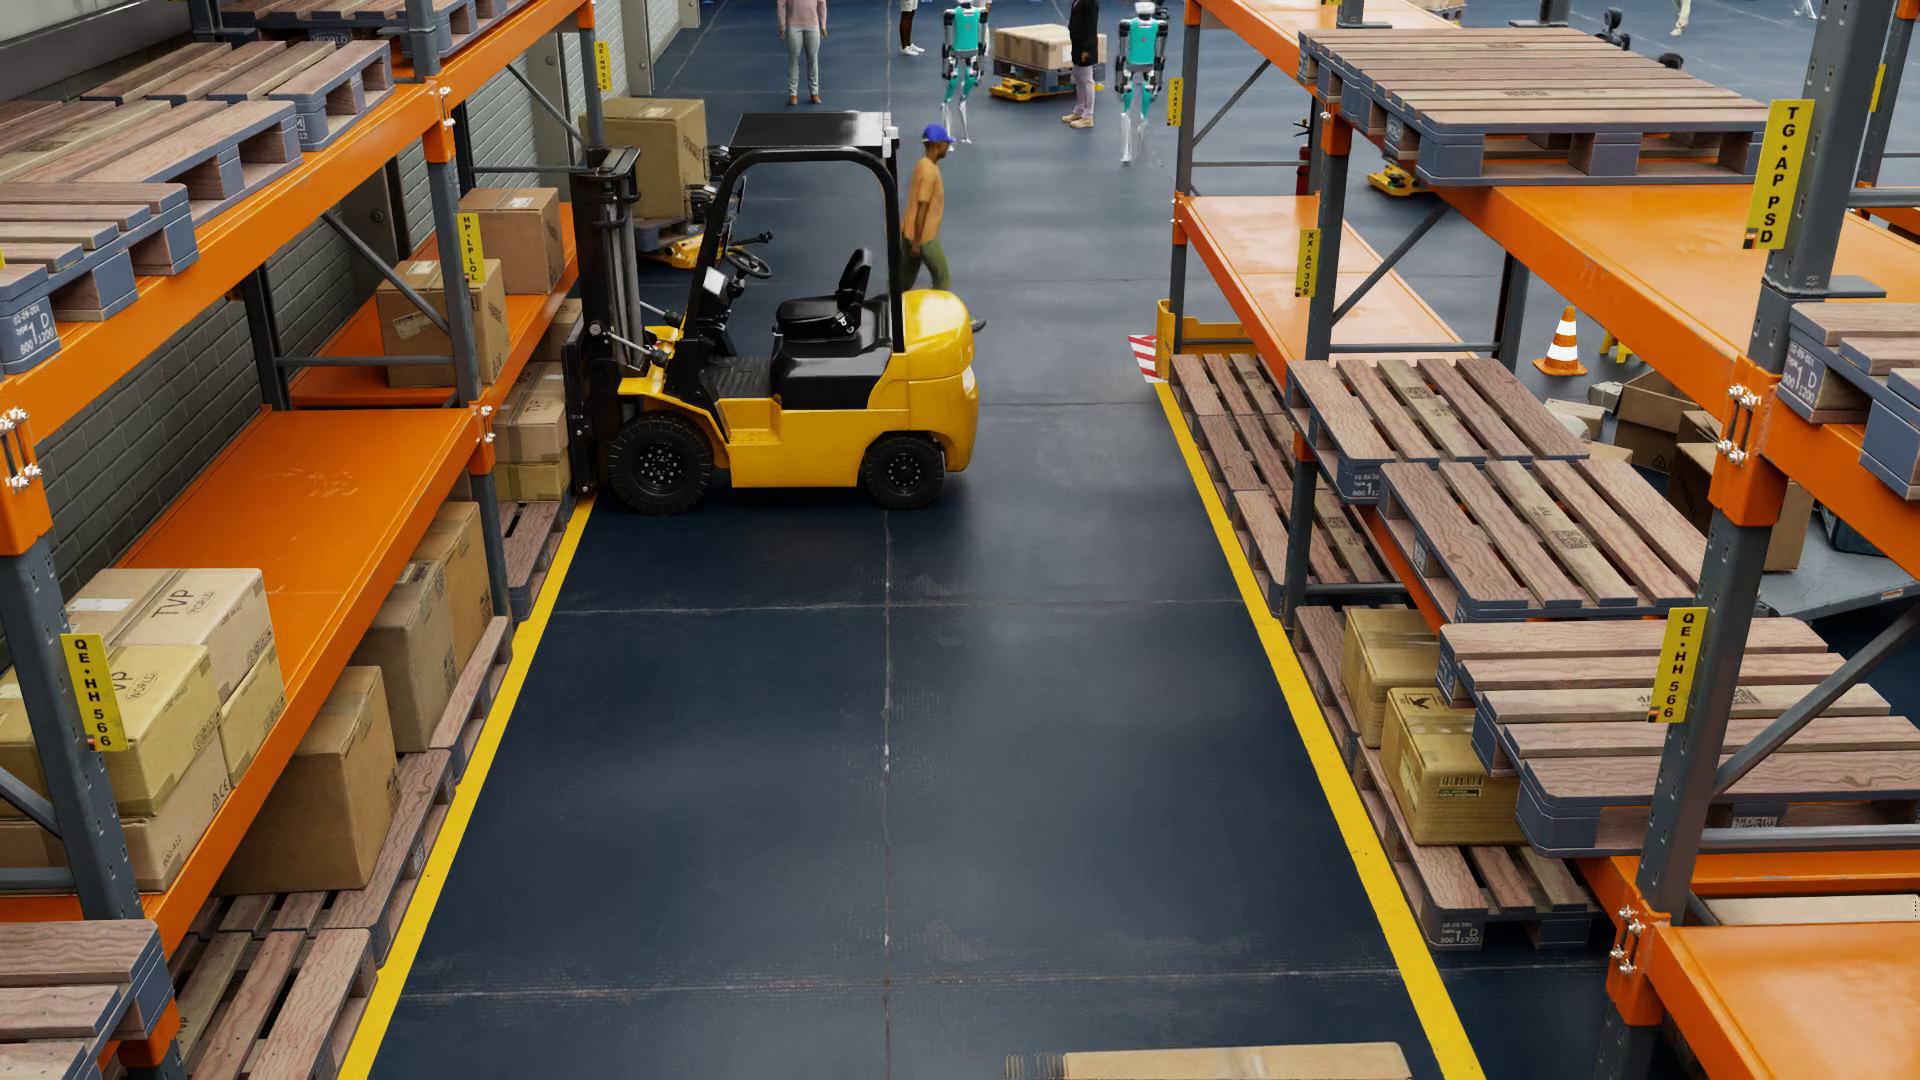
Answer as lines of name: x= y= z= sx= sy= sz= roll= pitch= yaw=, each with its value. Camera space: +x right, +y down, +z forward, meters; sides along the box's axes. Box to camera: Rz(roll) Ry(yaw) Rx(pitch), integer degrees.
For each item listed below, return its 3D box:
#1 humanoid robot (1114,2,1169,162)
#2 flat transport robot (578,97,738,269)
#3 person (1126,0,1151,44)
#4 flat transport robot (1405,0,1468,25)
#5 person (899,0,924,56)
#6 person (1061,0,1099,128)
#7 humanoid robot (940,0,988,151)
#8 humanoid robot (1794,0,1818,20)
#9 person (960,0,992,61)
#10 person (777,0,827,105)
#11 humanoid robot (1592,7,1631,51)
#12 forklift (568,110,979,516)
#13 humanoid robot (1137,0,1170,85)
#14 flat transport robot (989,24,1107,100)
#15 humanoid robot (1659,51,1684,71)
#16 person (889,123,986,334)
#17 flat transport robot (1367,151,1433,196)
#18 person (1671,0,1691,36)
humanoid robot: x=1.911 y=-4.920 z=18.110 sx=0.545 sy=1.861 sz=0.784 roll=-2 pitch=25 yaw=-4
flat transport robot: x=-2.766 y=-2.714 z=15.052 sx=1.431 sy=0.231 sz=0.659 roll=16 pitch=30 yaw=30
person: x=2.657 y=-8.036 z=24.494 sx=0.445 sy=1.822 sz=0.595 roll=-20 pitch=32 yaw=-36
flat transport robot: x=7.500 y=-8.447 z=27.191 sx=0.659 sy=0.231 sz=1.431 roll=23 pitch=34 yaw=40
person: x=-0.750 y=-8.237 z=24.838 sx=0.376 sy=1.900 sz=0.541 roll=7 pitch=26 yaw=15
person: x=1.481 y=-5.918 z=19.979 sx=0.404 sy=1.856 sz=0.534 roll=-6 pitch=26 yaw=-12
humanoid robot: x=-0.057 y=-5.336 z=18.914 sx=0.530 sy=1.793 sz=0.810 roll=-11 pitch=27 yaw=-22
humanoid robot: x=14.575 y=-9.711 z=28.260 sx=0.555 sy=1.879 sz=0.800 roll=-8 pitch=26 yaw=-17
person: x=0.227 y=-7.894 z=24.280 sx=0.565 sy=1.750 sz=0.340 roll=22 pitch=33 yaw=38
person: x=-2.006 y=-6.548 z=21.217 sx=0.634 sy=1.937 sz=0.352 roll=-5 pitch=26 yaw=-11
humanoid robot: x=7.027 y=-4.938 z=18.109 sx=0.601 sy=1.656 sz=0.357 roll=-7 pitch=26 yaw=-15
forklift: x=-1.043 y=-1.379 z=9.976 sx=2.313 sy=2.155 sz=1.214 roll=-1 pitch=25 yaw=-2
humanoid robot: x=2.643 y=-7.010 z=22.489 sx=0.337 sy=1.649 sz=0.609 roll=8 pitch=26 yaw=17
flat transport robot: x=1.155 y=-6.055 z=22.127 sx=1.431 sy=0.231 sz=0.659 roll=-16 pitch=30 yaw=-30
humanoid robot: x=6.442 y=-3.720 z=15.534 sx=0.357 sy=1.646 sz=0.600 roll=-5 pitch=26 yaw=-9
person: x=-0.236 y=-2.254 z=12.450 sx=0.891 sy=1.647 sz=0.504 roll=-6 pitch=26 yaw=-13
flat transport robot: x=5.034 y=-3.754 z=17.254 sx=1.431 sy=0.231 sz=0.659 roll=-4 pitch=26 yaw=-8
person: x=11.701 y=-9.093 z=26.688 sx=0.531 sy=1.872 sz=0.791 roll=20 pitch=32 yaw=36
